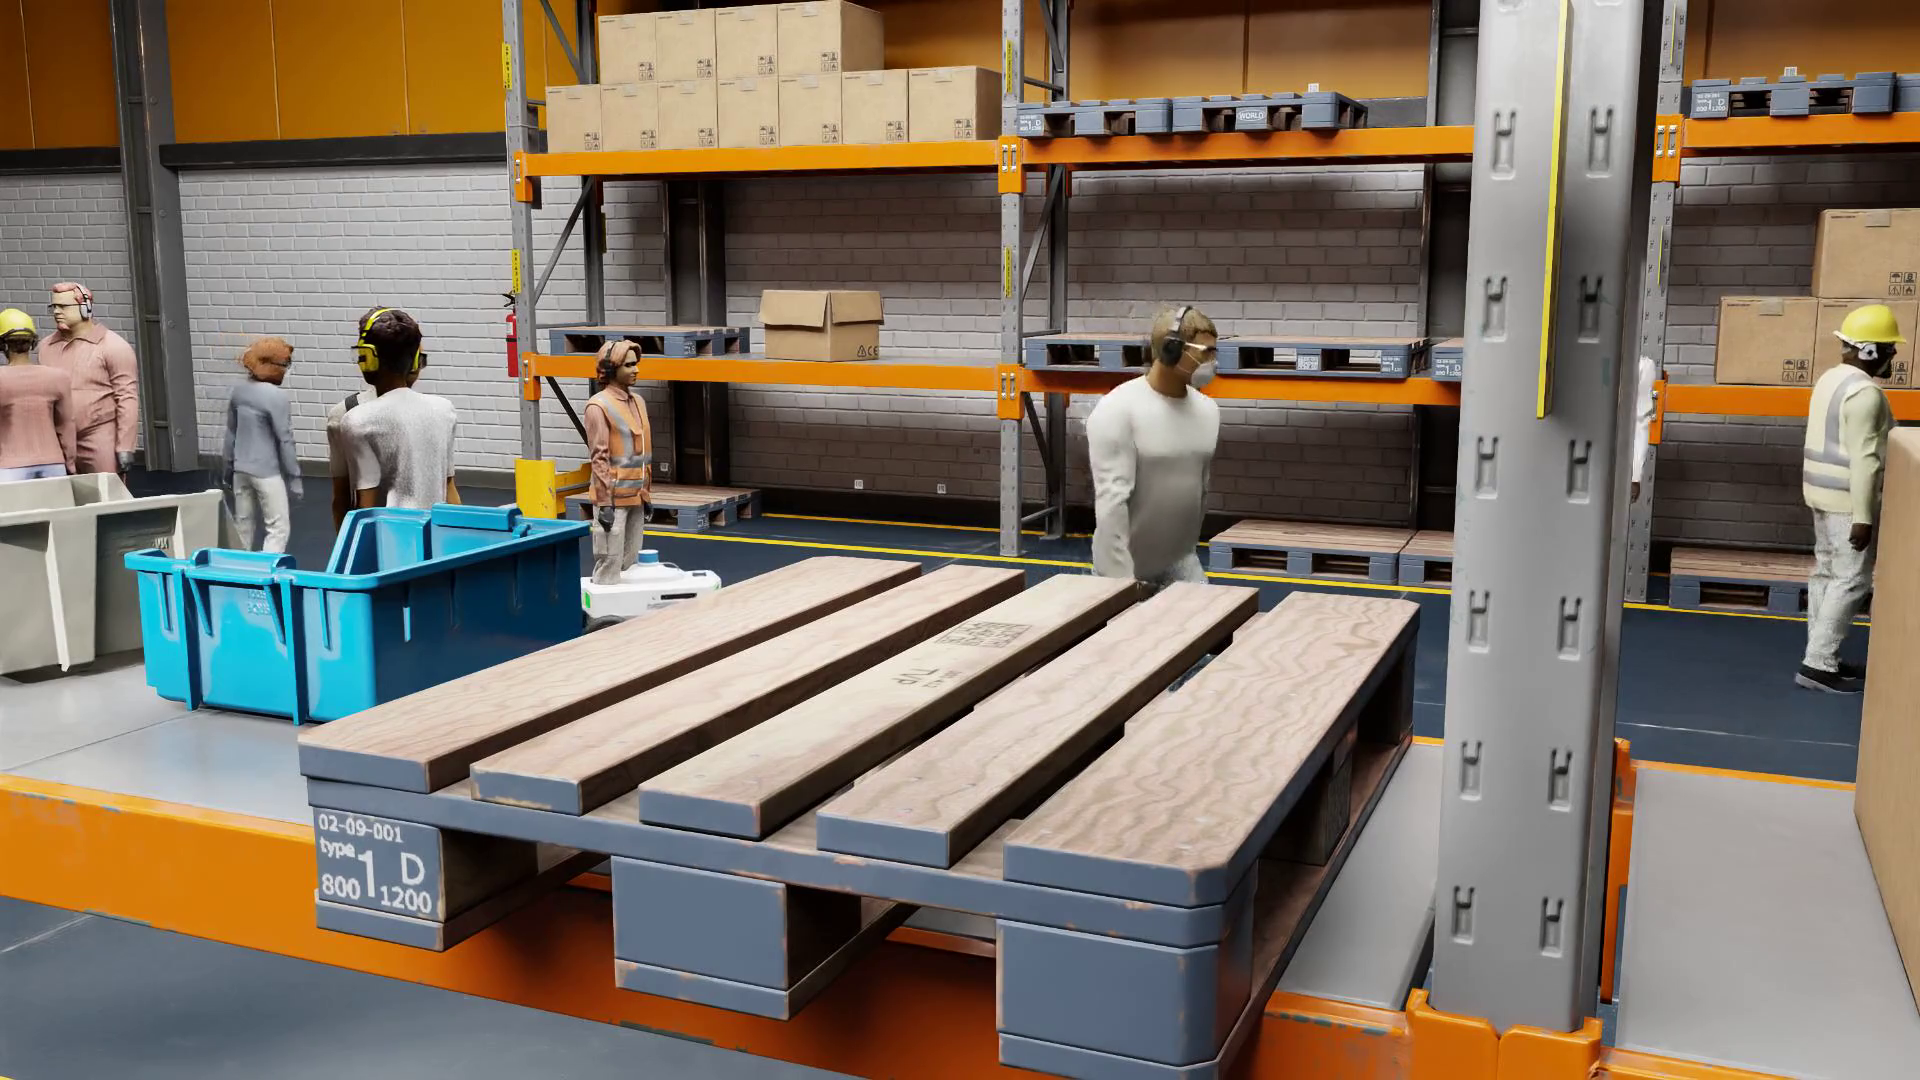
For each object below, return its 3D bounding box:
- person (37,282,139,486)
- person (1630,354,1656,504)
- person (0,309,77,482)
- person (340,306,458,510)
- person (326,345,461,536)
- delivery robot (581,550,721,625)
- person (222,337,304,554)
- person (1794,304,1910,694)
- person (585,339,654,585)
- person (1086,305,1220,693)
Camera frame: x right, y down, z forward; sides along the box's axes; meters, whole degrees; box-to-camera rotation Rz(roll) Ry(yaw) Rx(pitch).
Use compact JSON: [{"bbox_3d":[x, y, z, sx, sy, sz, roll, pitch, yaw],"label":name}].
[{"bbox_3d":[-5.207,-0.568,9.879,0.651,1.907,0.409,2,10,11],"label":"person"},{"bbox_3d":[3.410,-0.414,9.137,0.718,1.847,0.431,6,11,31],"label":"person"},{"bbox_3d":[-5.232,-0.406,9.330,0.318,1.766,0.534,7,12,38],"label":"person"},{"bbox_3d":[-1.977,0.118,5.880,0.329,1.872,0.508,5,11,26],"label":"person"},{"bbox_3d":[-2.040,0.095,6.106,0.504,1.840,0.345,2,10,13],"label":"person"},{"bbox_3d":[-1.583,0.293,8.479,0.707,0.478,0.477,-3,10,-19],"label":"delivery robot"},{"bbox_3d":[-4.028,-0.362,9.562,0.646,1.600,0.329,6,11,31],"label":"person"},{"bbox_3d":[4.217,-0.195,7.881,0.403,1.832,0.605,2,10,10],"label":"person"},{"bbox_3d":[-1.707,-0.185,8.381,0.309,1.641,0.514,2,10,13],"label":"person"},{"bbox_3d":[0.701,0.116,5.892,0.653,1.872,1.072,-6,11,-31],"label":"person"}]
